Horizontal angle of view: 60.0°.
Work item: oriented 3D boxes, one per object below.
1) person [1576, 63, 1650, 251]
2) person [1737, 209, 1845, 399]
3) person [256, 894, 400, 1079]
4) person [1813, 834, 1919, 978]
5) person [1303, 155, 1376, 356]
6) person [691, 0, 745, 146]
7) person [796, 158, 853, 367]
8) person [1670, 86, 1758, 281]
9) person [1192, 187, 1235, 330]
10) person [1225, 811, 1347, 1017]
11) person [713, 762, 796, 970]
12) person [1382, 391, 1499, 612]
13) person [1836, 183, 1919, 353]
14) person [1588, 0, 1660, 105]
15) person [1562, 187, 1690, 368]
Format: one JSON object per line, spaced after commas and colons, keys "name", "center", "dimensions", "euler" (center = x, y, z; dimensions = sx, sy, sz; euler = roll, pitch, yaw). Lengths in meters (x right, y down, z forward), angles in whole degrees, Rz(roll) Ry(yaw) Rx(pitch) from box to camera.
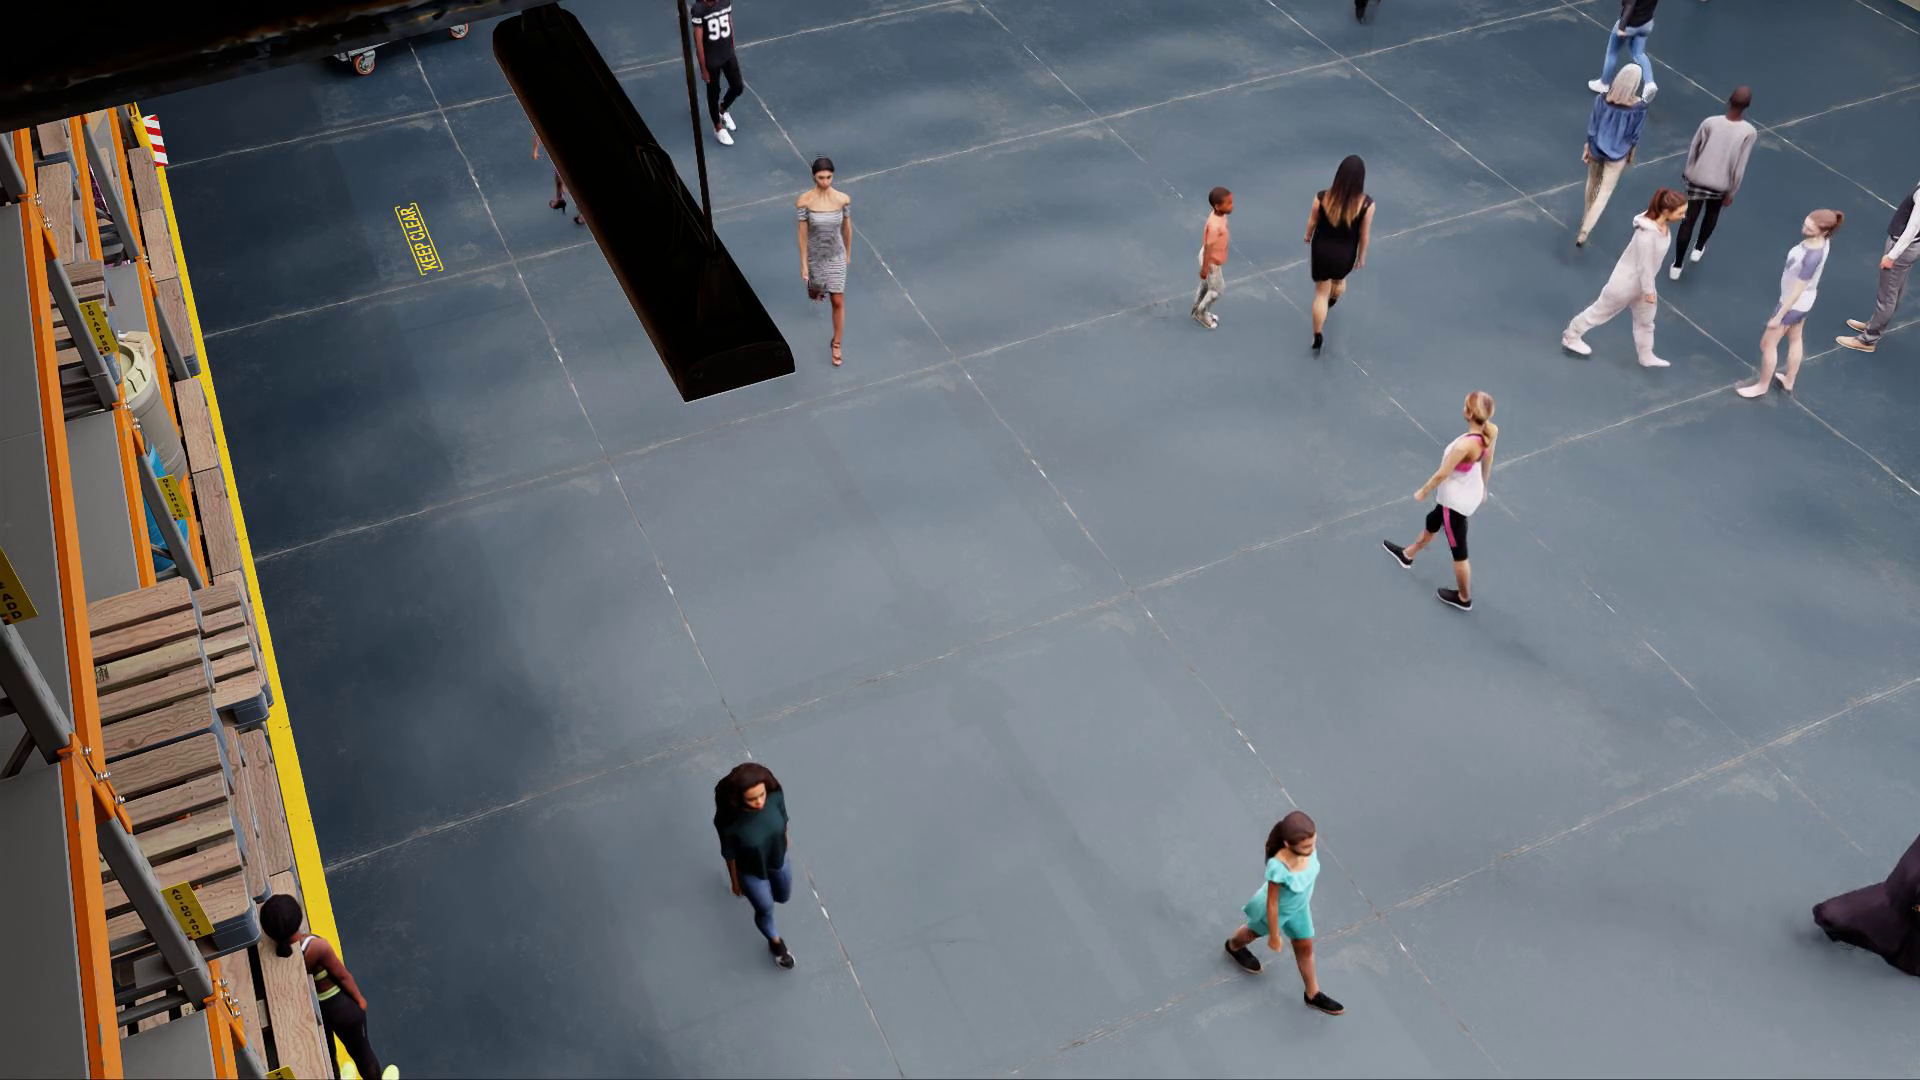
{"name": "person", "center": [5.682, -3.345, 14.620], "dimensions": [1.137, 1.669, 1.059], "euler": [24, 48, 23]}
{"name": "person", "center": [6.550, -1.849, 13.000], "dimensions": [0.806, 1.739, 0.830], "euler": [-34, 53, -30]}
{"name": "person", "center": [-3.260, 2.407, 8.521], "dimensions": [0.630, 1.754, 0.635], "euler": [-1, 44, -1]}
{"name": "person", "center": [5.327, 1.840, 9.226], "dimensions": [1.014, 1.602, 1.043], "euler": [7, 44, 8]}
{"name": "person", "center": [3.025, -2.260, 13.480], "dimensions": [1.030, 1.672, 1.148], "euler": [8, 44, 8]}
{"name": "person", "center": [-2.391, -4.643, 15.944], "dimensions": [0.705, 1.723, 0.753], "euler": [-31, 52, -28]}
{"name": "person", "center": [-1.108, -2.304, 13.433], "dimensions": [0.780, 1.800, 1.081], "euler": [-7, 44, -7]}
{"name": "person", "center": [6.378, -3.001, 14.199], "dimensions": [0.925, 1.752, 0.970], "euler": [16, 46, 16]}
{"name": "person", "center": [2.043, -2.365, 13.860], "dimensions": [0.655, 1.299, 0.598], "euler": [15, 46, 15]}
{"name": "person", "center": [1.694, 1.968, 9.154], "dimensions": [1.078, 1.517, 0.790], "euler": [34, 53, 30]}
{"name": "person", "center": [-1.155, 1.762, 9.308], "dimensions": [0.685, 1.602, 0.894], "euler": [-27, 50, -25]}
{"name": "person", "center": [3.454, -0.199, 11.259], "dimensions": [1.100, 1.751, 0.844], "euler": [34, 53, 30]}
{"name": "person", "center": [7.654, -2.394, 13.422], "dimensions": [0.714, 1.944, 0.737], "euler": [31, 52, 29]}
{"name": "person", "center": [6.747, -5.082, 16.486], "dimensions": [0.635, 1.611, 0.971], "euler": [-20, 47, -20]}
{"name": "person", "center": [5.299, -2.109, 13.346], "dimensions": [1.182, 1.636, 0.947], "euler": [27, 50, 25]}
